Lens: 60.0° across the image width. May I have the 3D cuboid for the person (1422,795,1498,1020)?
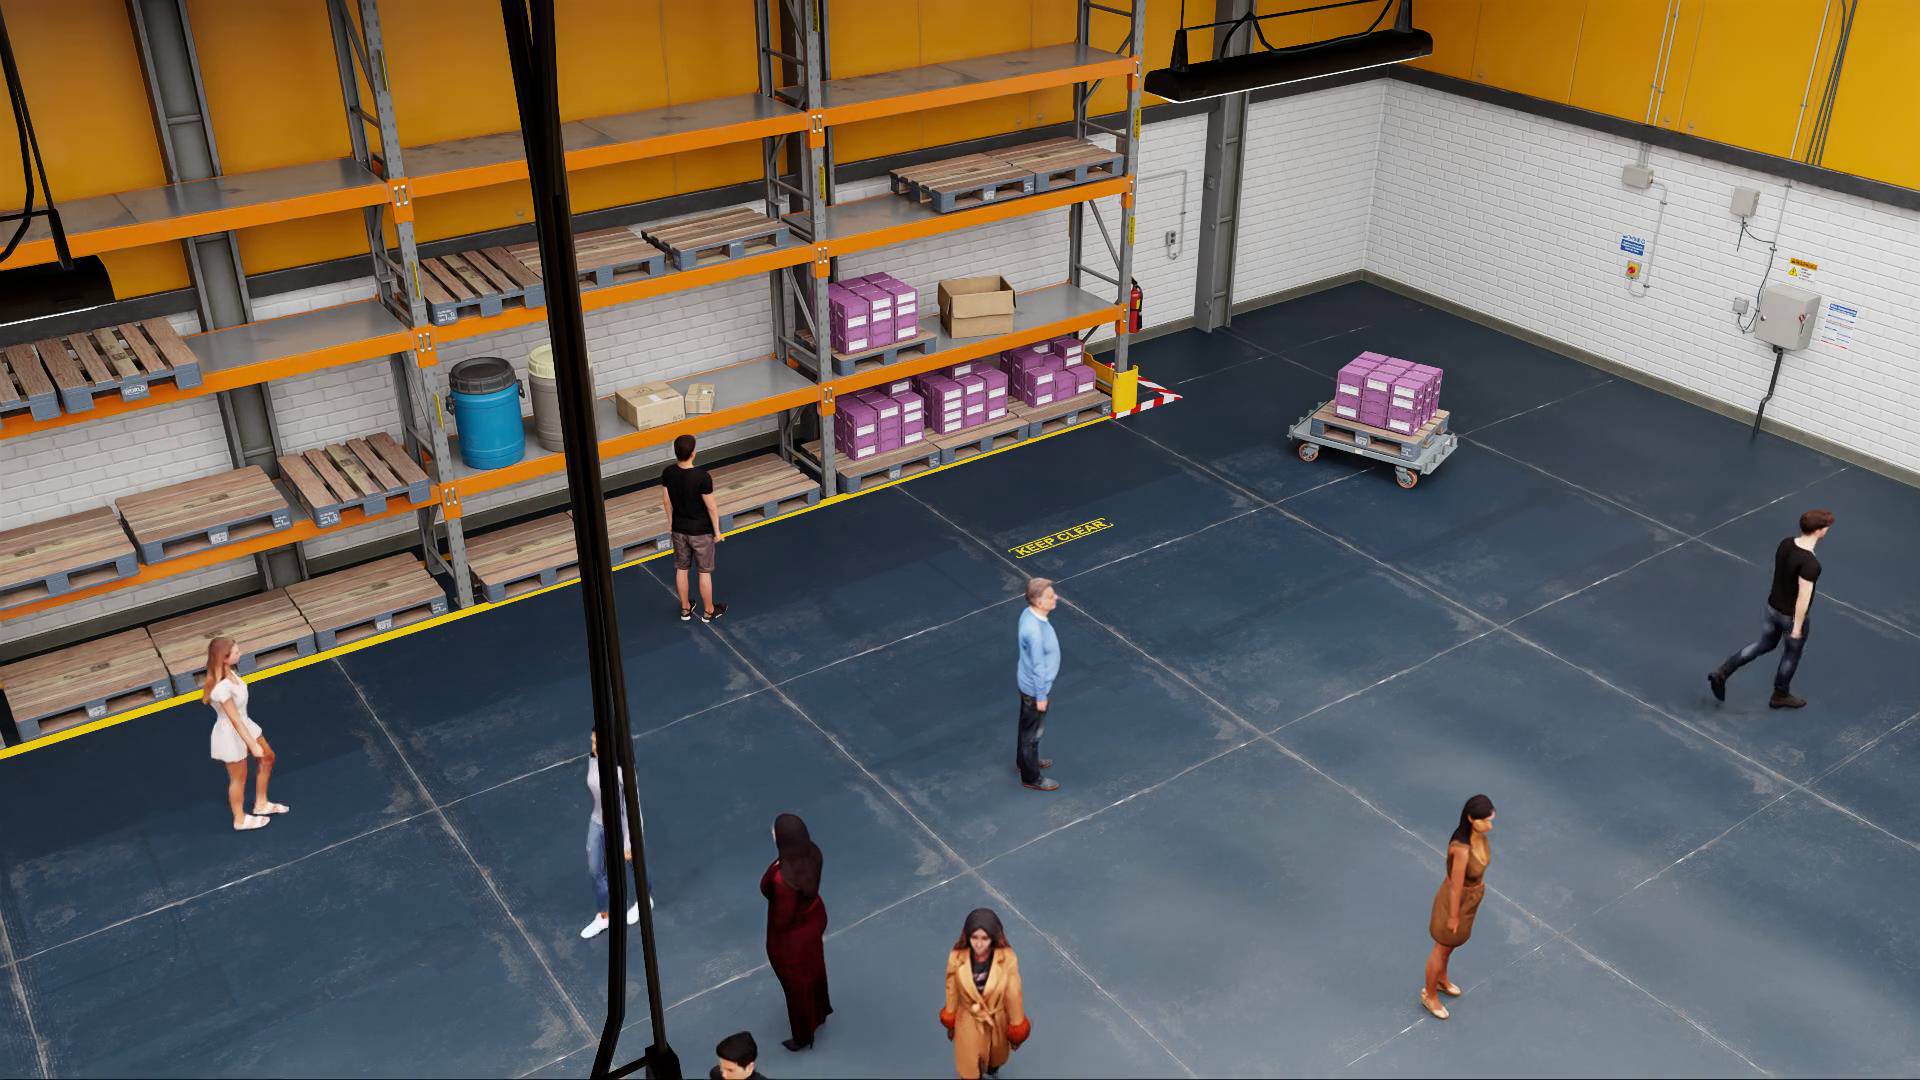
[{"bbox_3d":[3.235,2.350,10.786,0.678,1.686,0.549,19,34,30],"label":"person"}]

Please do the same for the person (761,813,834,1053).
[{"bbox_3d":[-1.016,2.460,10.511,0.842,1.757,0.767,7,29,12],"label":"person"}]

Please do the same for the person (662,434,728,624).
[{"bbox_3d":[-2.446,-0.110,15.113,0.772,1.862,0.804,8,30,14],"label":"person"}]

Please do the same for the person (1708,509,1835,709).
[{"bbox_3d":[6.771,0.600,13.800,1.218,1.872,1.019,-3,29,-5],"label":"person"}]

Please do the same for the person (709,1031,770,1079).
[{"bbox_3d":[-1.105,3.280,9.056,0.789,1.711,0.890,19,34,31],"label":"person"}]

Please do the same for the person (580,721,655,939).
[{"bbox_3d":[-2.287,1.936,11.513,0.771,1.717,0.889,20,35,32],"label":"person"}]

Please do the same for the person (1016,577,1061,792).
[{"bbox_3d":[0.579,1.090,12.956,0.762,1.820,0.745,0,29,-1],"label":"person"}]

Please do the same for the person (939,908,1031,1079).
[{"bbox_3d":[0.141,2.846,9.870,1.158,1.693,1.179,2,29,4],"label":"person"}]

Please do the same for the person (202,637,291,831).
[{"bbox_3d":[-5.499,1.477,12.399,0.729,1.675,0.677,-6,29,-11],"label":"person"}]
